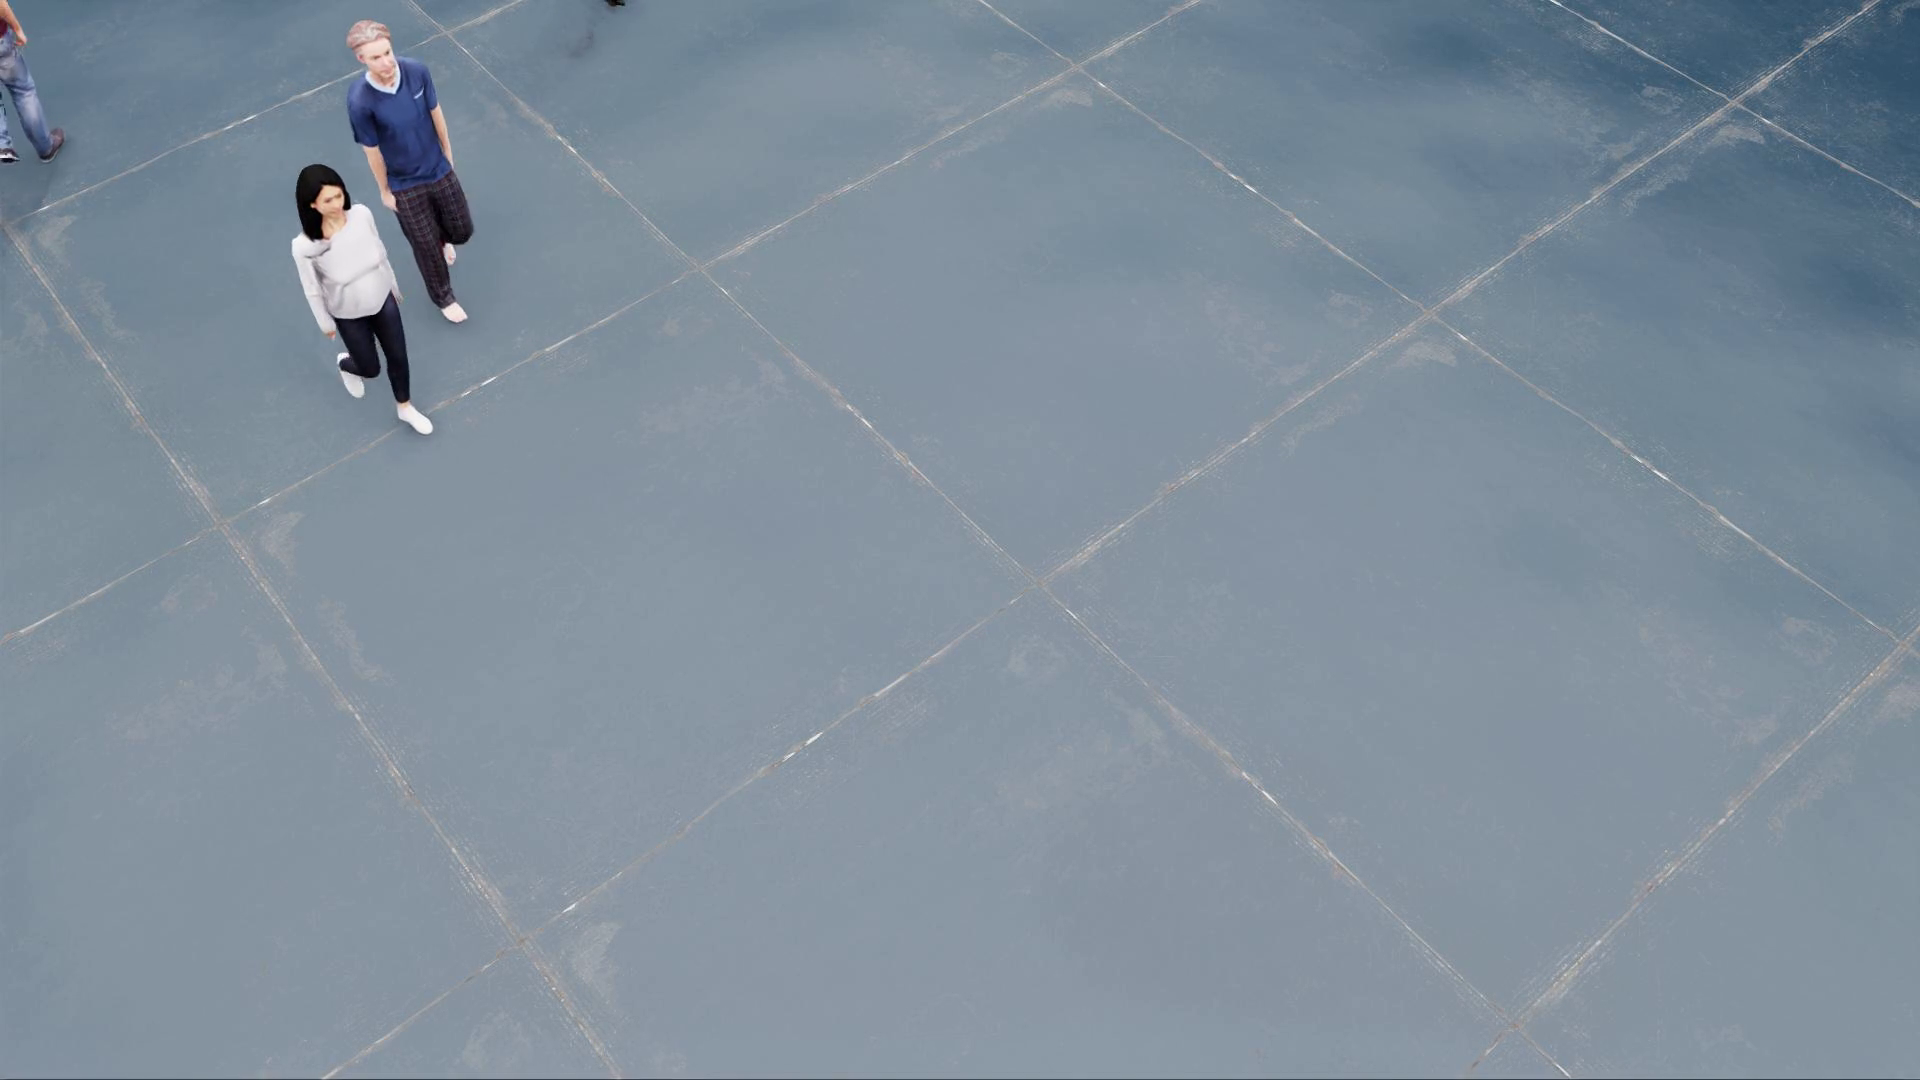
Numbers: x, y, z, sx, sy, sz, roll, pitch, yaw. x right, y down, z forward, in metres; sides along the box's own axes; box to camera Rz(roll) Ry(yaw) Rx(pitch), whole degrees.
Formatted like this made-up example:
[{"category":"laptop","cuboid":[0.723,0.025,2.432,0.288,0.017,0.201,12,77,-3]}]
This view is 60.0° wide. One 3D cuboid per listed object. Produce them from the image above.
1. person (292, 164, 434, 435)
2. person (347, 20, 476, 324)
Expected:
[{"category":"person","cuboid":[-3.080,-1.237,8.433,0.755,1.687,0.804,34,60,24]},{"category":"person","cuboid":[-2.974,-2.001,8.918,0.735,1.855,0.735,-35,60,-24]}]
